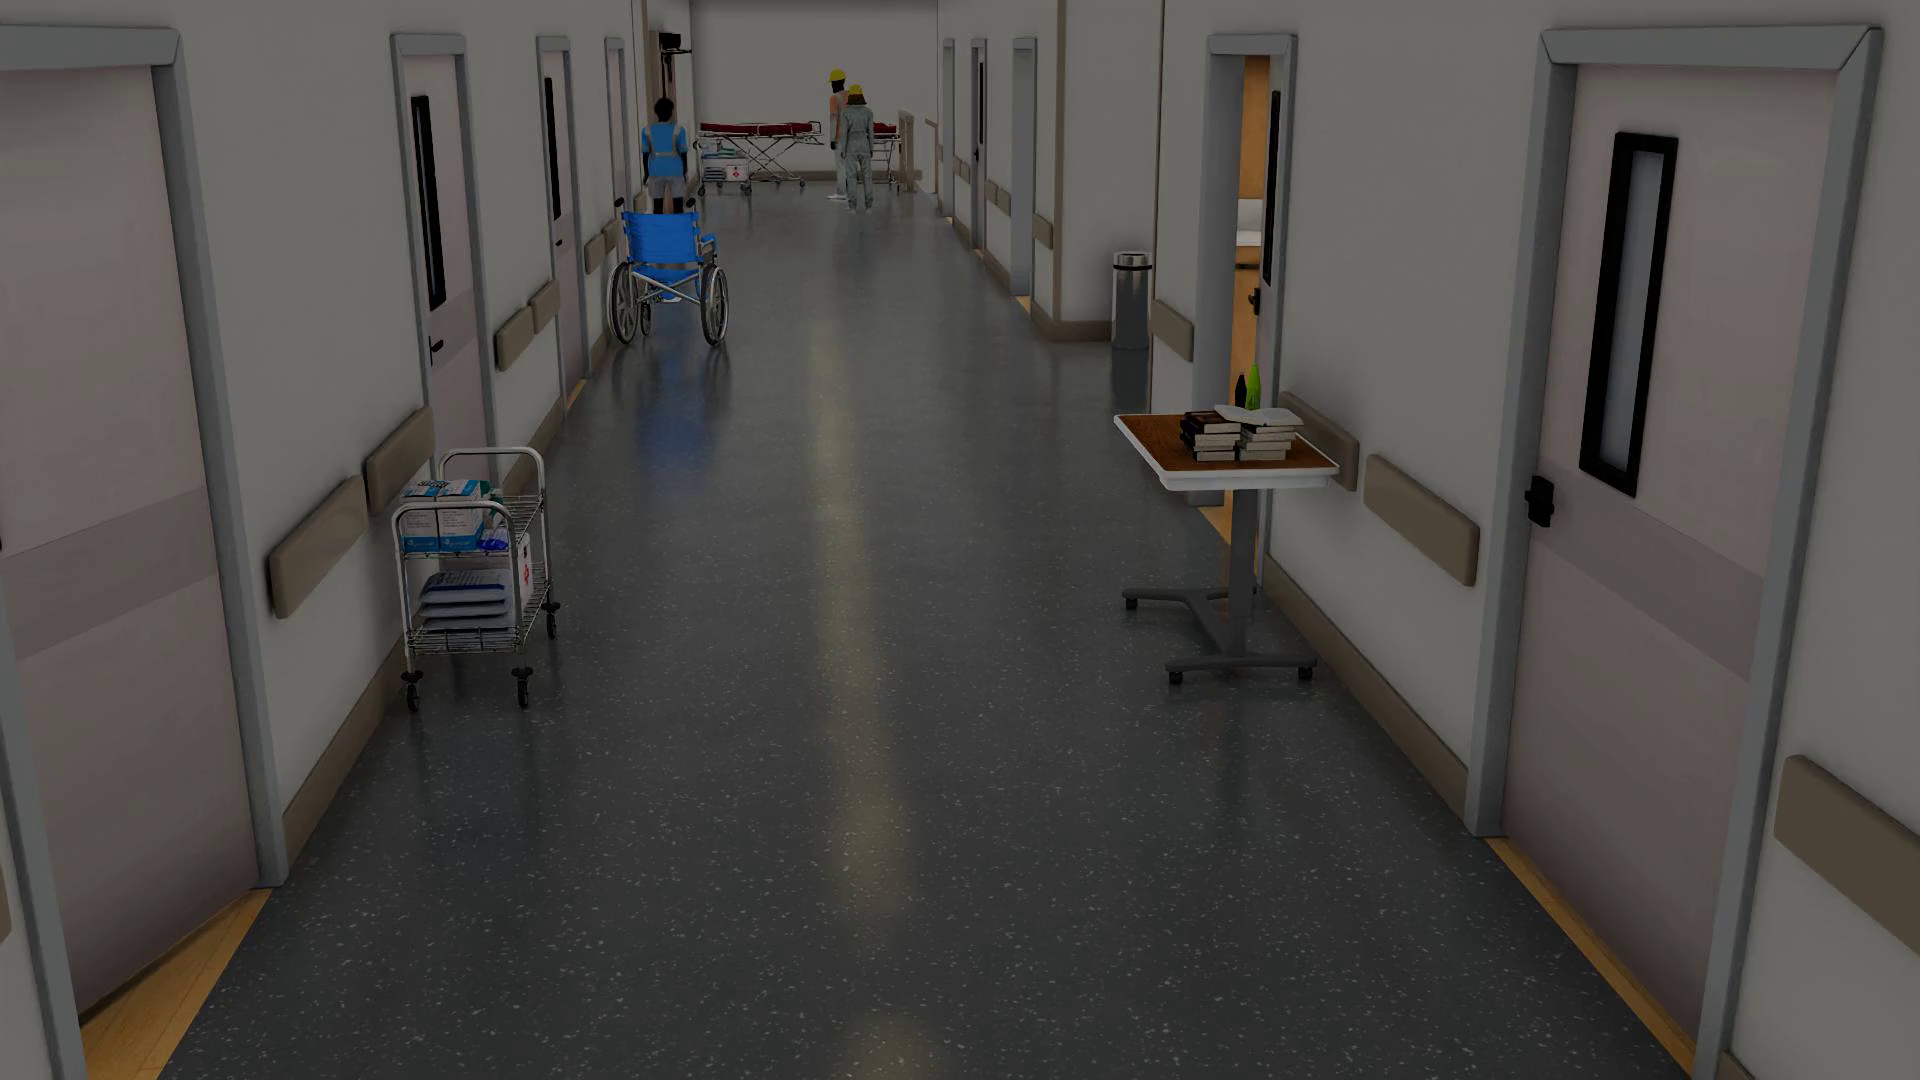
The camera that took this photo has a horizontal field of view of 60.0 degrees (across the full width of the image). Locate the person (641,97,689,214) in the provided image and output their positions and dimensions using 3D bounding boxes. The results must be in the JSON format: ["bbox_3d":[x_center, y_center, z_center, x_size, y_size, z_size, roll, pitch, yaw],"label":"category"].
[{"bbox_3d":[-3.388,-4.230,19.187,0.543,1.696,0.316,0,17,0],"label":"person"}]

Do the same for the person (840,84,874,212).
[{"bbox_3d":[-1.443,-5.470,23.246,0.492,1.740,0.316,-6,18,-20],"label":"person"}]

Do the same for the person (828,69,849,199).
[{"bbox_3d":[-1.794,-6.107,25.077,0.392,1.918,0.585,10,19,30],"label":"person"}]
